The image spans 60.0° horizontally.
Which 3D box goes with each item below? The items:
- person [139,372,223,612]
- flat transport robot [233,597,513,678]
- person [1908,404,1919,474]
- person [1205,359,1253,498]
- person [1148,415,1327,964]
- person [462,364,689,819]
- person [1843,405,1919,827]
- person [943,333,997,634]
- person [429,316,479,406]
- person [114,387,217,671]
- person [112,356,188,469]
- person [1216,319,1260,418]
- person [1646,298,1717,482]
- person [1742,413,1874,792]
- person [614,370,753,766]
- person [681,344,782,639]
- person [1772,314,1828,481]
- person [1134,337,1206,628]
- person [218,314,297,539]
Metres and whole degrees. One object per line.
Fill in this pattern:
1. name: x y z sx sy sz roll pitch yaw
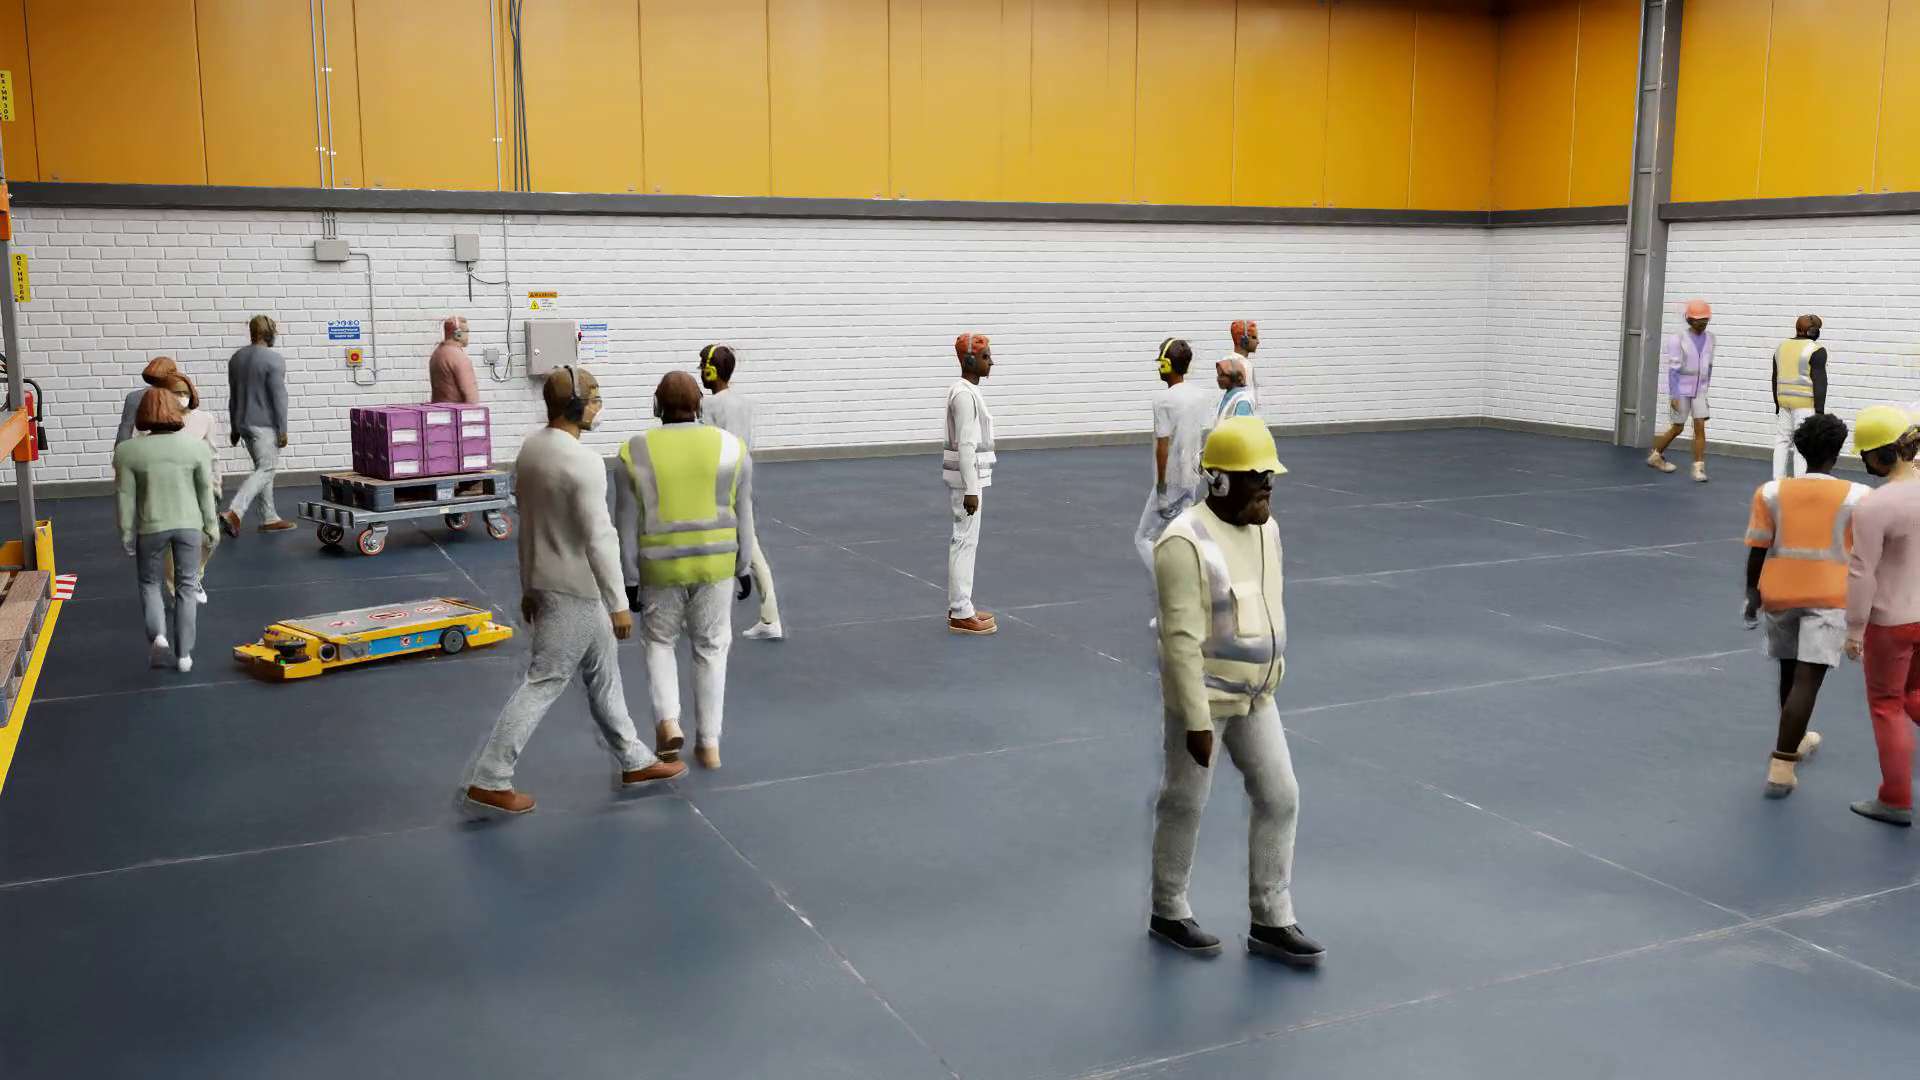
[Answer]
1. person: -5.113 -0.302 10.966 0.367 1.611 0.558 8 12 40
2. flat transport robot: -3.445 0.554 9.821 0.652 0.197 1.431 9 12 42
3. person: 5.197 -0.083 8.672 0.599 1.907 0.638 -6 11 -31
4. person: 1.984 -0.563 12.611 0.823 1.599 0.534 -2 9 -11
5. person: 0.921 0.506 5.371 0.628 1.803 0.744 -9 13 -44
6. person: -1.656 0.210 6.980 1.030 1.891 0.649 -6 11 -32
7. person: 3.821 0.325 6.695 0.580 1.729 0.494 -3 10 -17
8. person: 0.061 -0.357 10.481 0.340 1.882 0.586 0 9 0
9. person: -4.775 -1.176 15.683 1.018 1.862 0.651 -6 11 -33
10. person: -4.453 -0.045 9.359 0.507 1.621 0.390 -5 10 -27
11. person: -6.351 -0.639 13.120 0.600 1.600 0.587 -7 11 -37
12. person: 2.267 -0.856 13.578 0.337 1.882 0.585 -2 9 -11
13. person: 7.933 -1.652 18.225 0.615 1.994 0.852 -1 9 -9
14. person: 3.773 0.263 7.375 0.545 1.645 0.889 9 13 44
15. person: -1.246 0.145 7.568 0.632 1.830 0.434 -2 9 -15
16. person: -1.484 -0.295 10.312 1.000 1.810 0.552 6 11 33
17. person: 8.519 -1.361 16.847 0.429 1.841 0.634 -3 10 -17
18. person: 1.343 -0.346 10.506 0.522 1.855 0.401 -7 12 -38
19. person: -6.054 -0.959 14.157 0.640 1.915 0.797 5 11 31
